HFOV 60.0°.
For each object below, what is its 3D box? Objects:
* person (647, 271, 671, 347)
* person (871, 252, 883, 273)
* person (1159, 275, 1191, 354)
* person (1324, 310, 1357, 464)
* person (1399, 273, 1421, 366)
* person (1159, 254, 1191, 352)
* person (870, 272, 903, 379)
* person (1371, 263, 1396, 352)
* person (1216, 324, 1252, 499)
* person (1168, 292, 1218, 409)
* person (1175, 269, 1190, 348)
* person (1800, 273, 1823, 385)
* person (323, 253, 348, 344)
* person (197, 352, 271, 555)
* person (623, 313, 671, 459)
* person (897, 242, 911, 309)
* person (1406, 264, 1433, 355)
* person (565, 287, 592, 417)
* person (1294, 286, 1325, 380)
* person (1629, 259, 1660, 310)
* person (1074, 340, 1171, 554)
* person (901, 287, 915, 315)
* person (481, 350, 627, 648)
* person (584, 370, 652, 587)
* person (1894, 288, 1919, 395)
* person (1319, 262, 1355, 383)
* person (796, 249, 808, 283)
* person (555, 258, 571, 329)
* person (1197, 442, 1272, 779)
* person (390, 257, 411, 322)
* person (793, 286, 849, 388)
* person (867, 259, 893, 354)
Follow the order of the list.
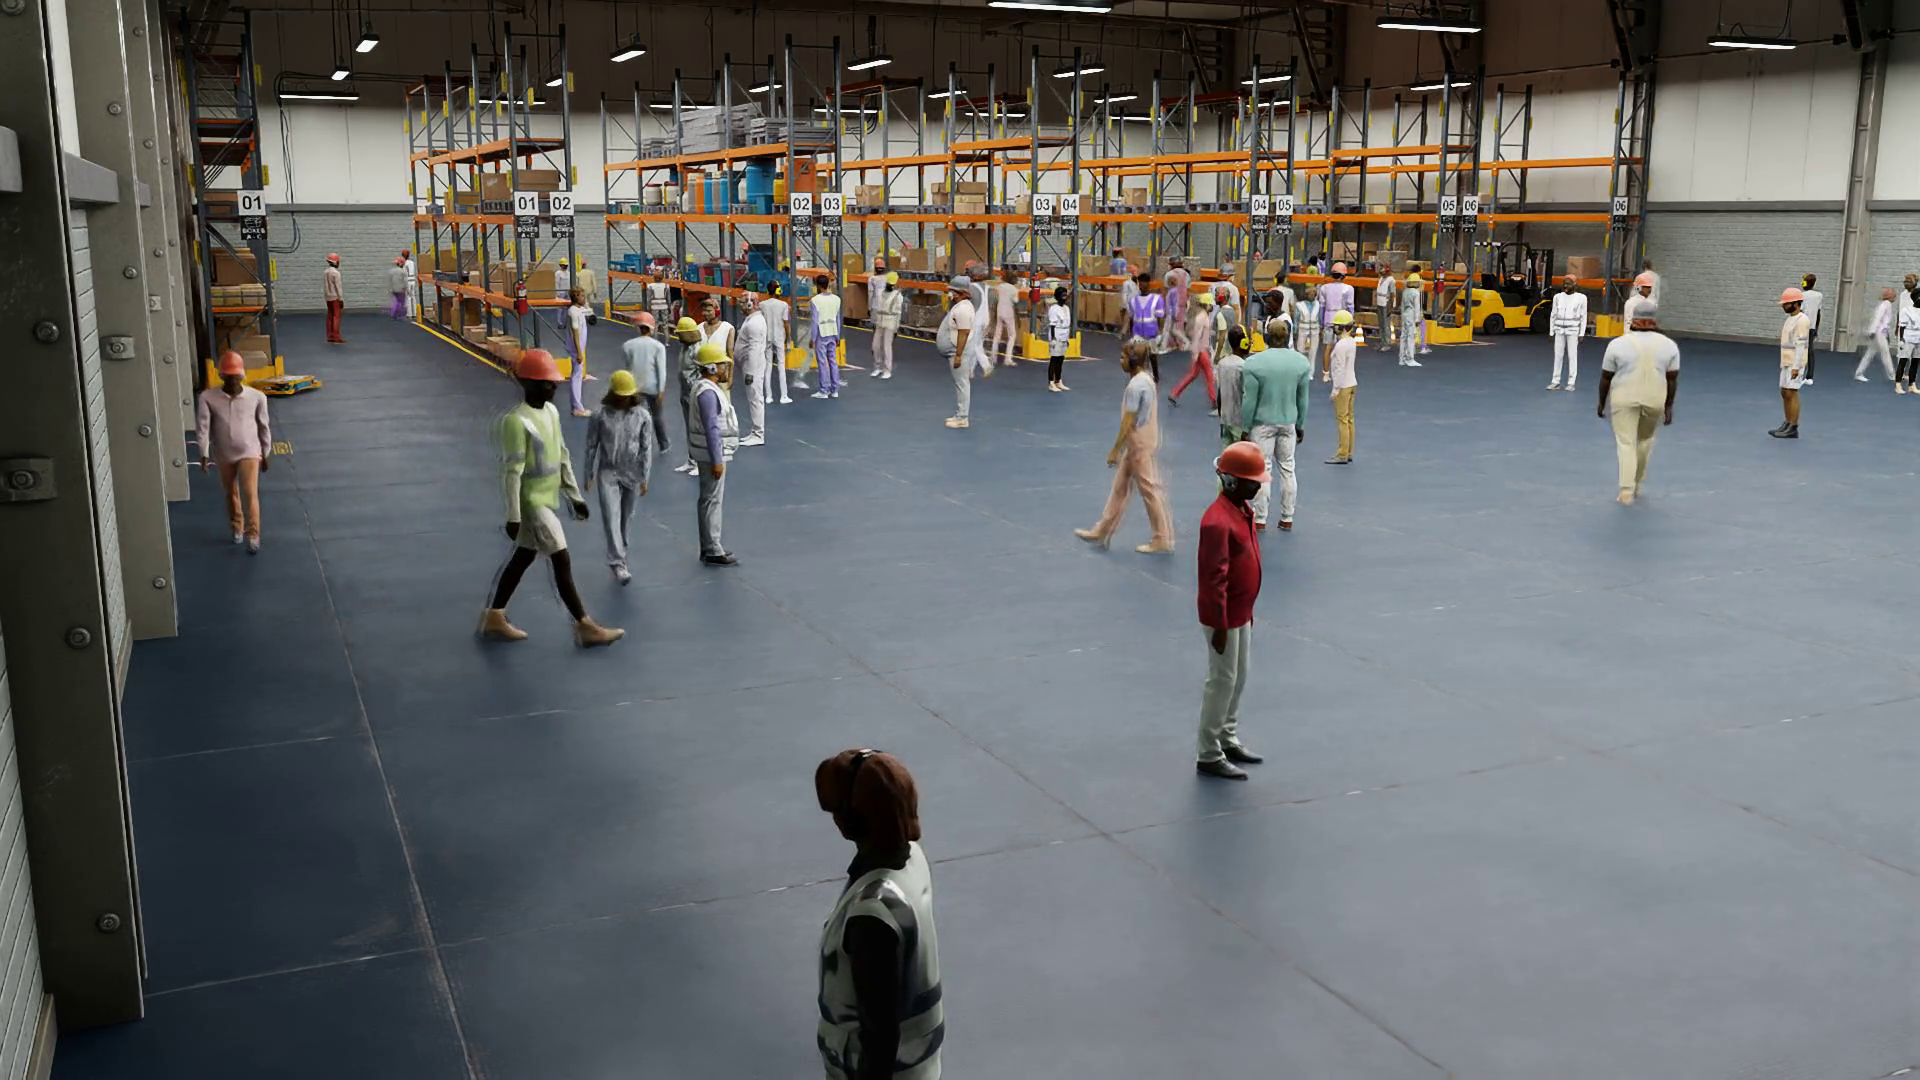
[{"bbox_3d":[-6.447,-4.943,35.676,0.513,1.641,0.307,-3,12,-17],"label":"person"},{"bbox_3d":[-2.292,-7.425,48.011,0.533,1.746,0.611,2,11,9],"label":"person"},{"bbox_3d":[4.378,-4.618,34.076,0.688,1.615,0.517,1,11,7],"label":"person"},{"bbox_3d":[4.391,-1.754,19.145,0.319,1.769,0.523,6,13,29],"label":"person"},{"bbox_3d":[8.553,-4.177,31.516,0.312,1.744,0.487,-4,12,-19],"label":"person"},{"bbox_3d":[4.460,-4.956,34.717,0.686,2.000,0.535,-8,14,-37],"label":"person"},{"bbox_3d":[-1.284,-3.730,28.931,0.683,1.865,0.414,7,13,33],"label":"person"},{"bbox_3d":[8.845,-4.834,34.591,0.377,1.844,0.570,-2,11,-12],"label":"person"},{"bbox_3d":[2.554,-1.044,15.271,0.328,1.874,0.512,-6,12,-26],"label":"person"},{"bbox_3d":[3.520,-2.795,24.536,0.898,1.723,0.520,3,12,17],"label":"person"},{"bbox_3d":[4.754,-4.933,35.505,0.319,1.687,0.538,-2,11,-8],"label":"person"},{"bbox_3d":[14.181,-3.528,27.910,0.532,1.865,0.311,-3,12,-15],"label":"person"},{"bbox_3d":[-13.772,-5.315,36.680,0.617,1.987,0.403,10,15,41],"label":"person"},{"bbox_3d":[-6.208,-0.759,14.255,0.563,1.706,0.910,-4,12,-18],"label":"person"},{"bbox_3d":[-3.709,-1.829,19.684,0.563,1.702,0.920,2,11,10],"label":"person"},{"bbox_3d":[-1.579,-7.895,49.725,0.625,2.004,0.916,-4,12,-18],"label":"person"},{"bbox_3d":[9.394,-4.702,33.971,0.811,1.827,0.560,-6,13,-29],"label":"person"},{"bbox_3d":[-5.426,-2.673,23.632,0.343,1.840,0.506,-3,12,-15],"label":"person"},{"bbox_3d":[6.019,-3.558,28.665,0.529,1.623,0.353,2,11,8],"label":"person"},{"bbox_3d":[14.665,-5.092,35.812,0.637,1.880,1.029,-6,13,-27],"label":"person"},{"bbox_3d":[1.385,-0.775,14.061,0.917,1.801,0.540,2,11,12],"label":"person"},{"bbox_3d":[-1.462,-7.155,46.960,0.523,1.617,0.398,-9,14,-39],"label":"person"},{"bbox_3d":[-2.767,-0.265,11.017,1.054,1.986,0.632,2,11,8],"label":"person"},{"bbox_3d":[-2.642,-0.486,12.923,0.503,1.676,0.931,-5,12,-24],"label":"person"},{"bbox_3d":[15.163,-3.160,26.459,0.535,1.700,0.318,-2,11,-10],"label":"person"},{"bbox_3d":[6.385,-3.673,28.191,0.611,2.043,0.374,6,13,29],"label":"person"},{"bbox_3d":[-5.073,-8.281,52.386,0.575,1.739,0.349,-2,11,-9],"label":"person"},{"bbox_3d":[-9.873,-6.161,41.544,0.328,1.767,0.531,6,13,29],"label":"person"},{"bbox_3d":[1.399,0.356,8.501,0.353,1.737,0.574,5,12,23],"label":"person"},{"bbox_3d":[-14.791,-6.611,43.947,0.568,1.724,0.403,7,13,32],"label":"person"},{"bbox_3d":[-2.337,-3.340,27.403,0.916,1.690,0.492,-1,11,-7],"label":"person"},{"bbox_3d":[-1.638,-4.770,34.035,0.551,1.934,0.373,-3,12,-17],"label":"person"}]
